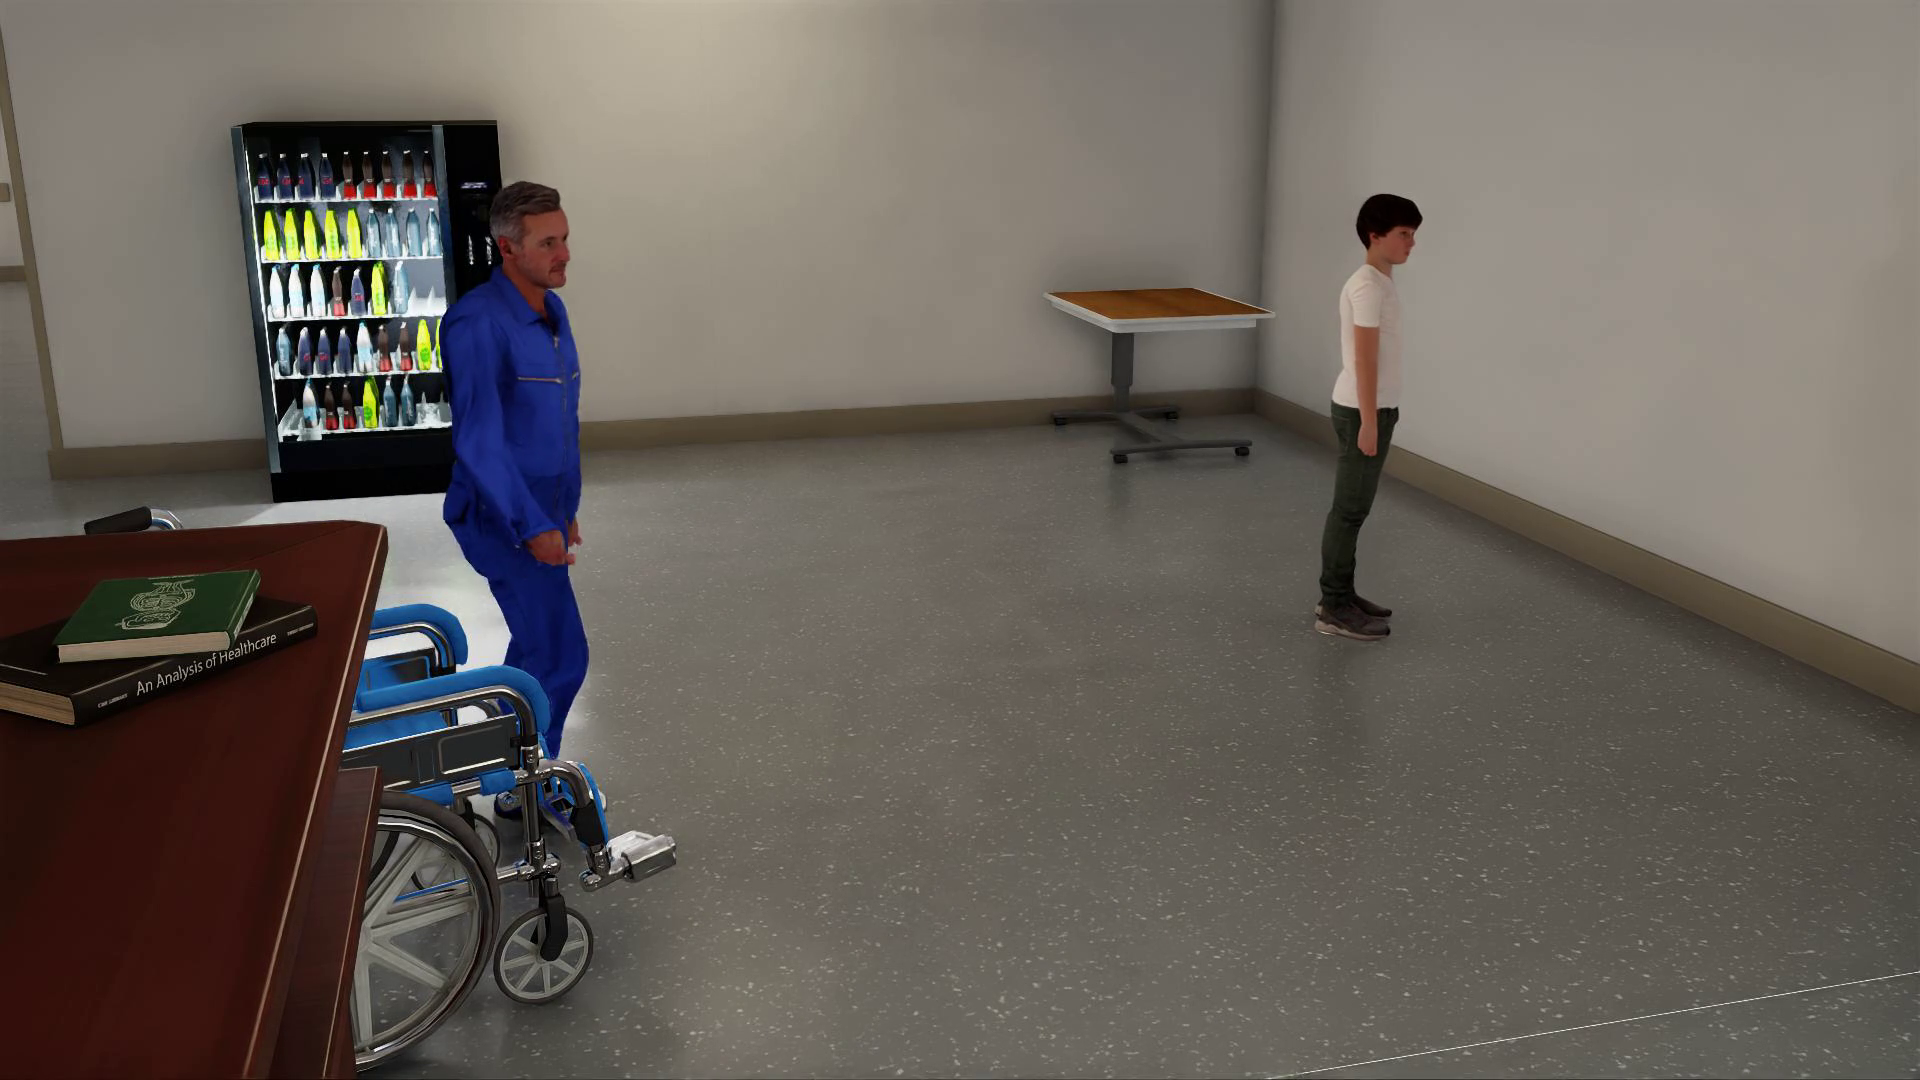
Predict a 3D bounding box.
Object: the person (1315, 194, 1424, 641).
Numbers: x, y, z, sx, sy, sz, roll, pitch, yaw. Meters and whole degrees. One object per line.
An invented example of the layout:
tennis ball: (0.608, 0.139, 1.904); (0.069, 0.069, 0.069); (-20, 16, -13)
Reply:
person: (1.531, -0.471, 6.289); (0.701, 1.653, 0.667); (5, 17, 19)

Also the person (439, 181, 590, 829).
person: (-1.255, -0.040, 4.508); (0.882, 1.789, 0.893); (0, 16, 1)
